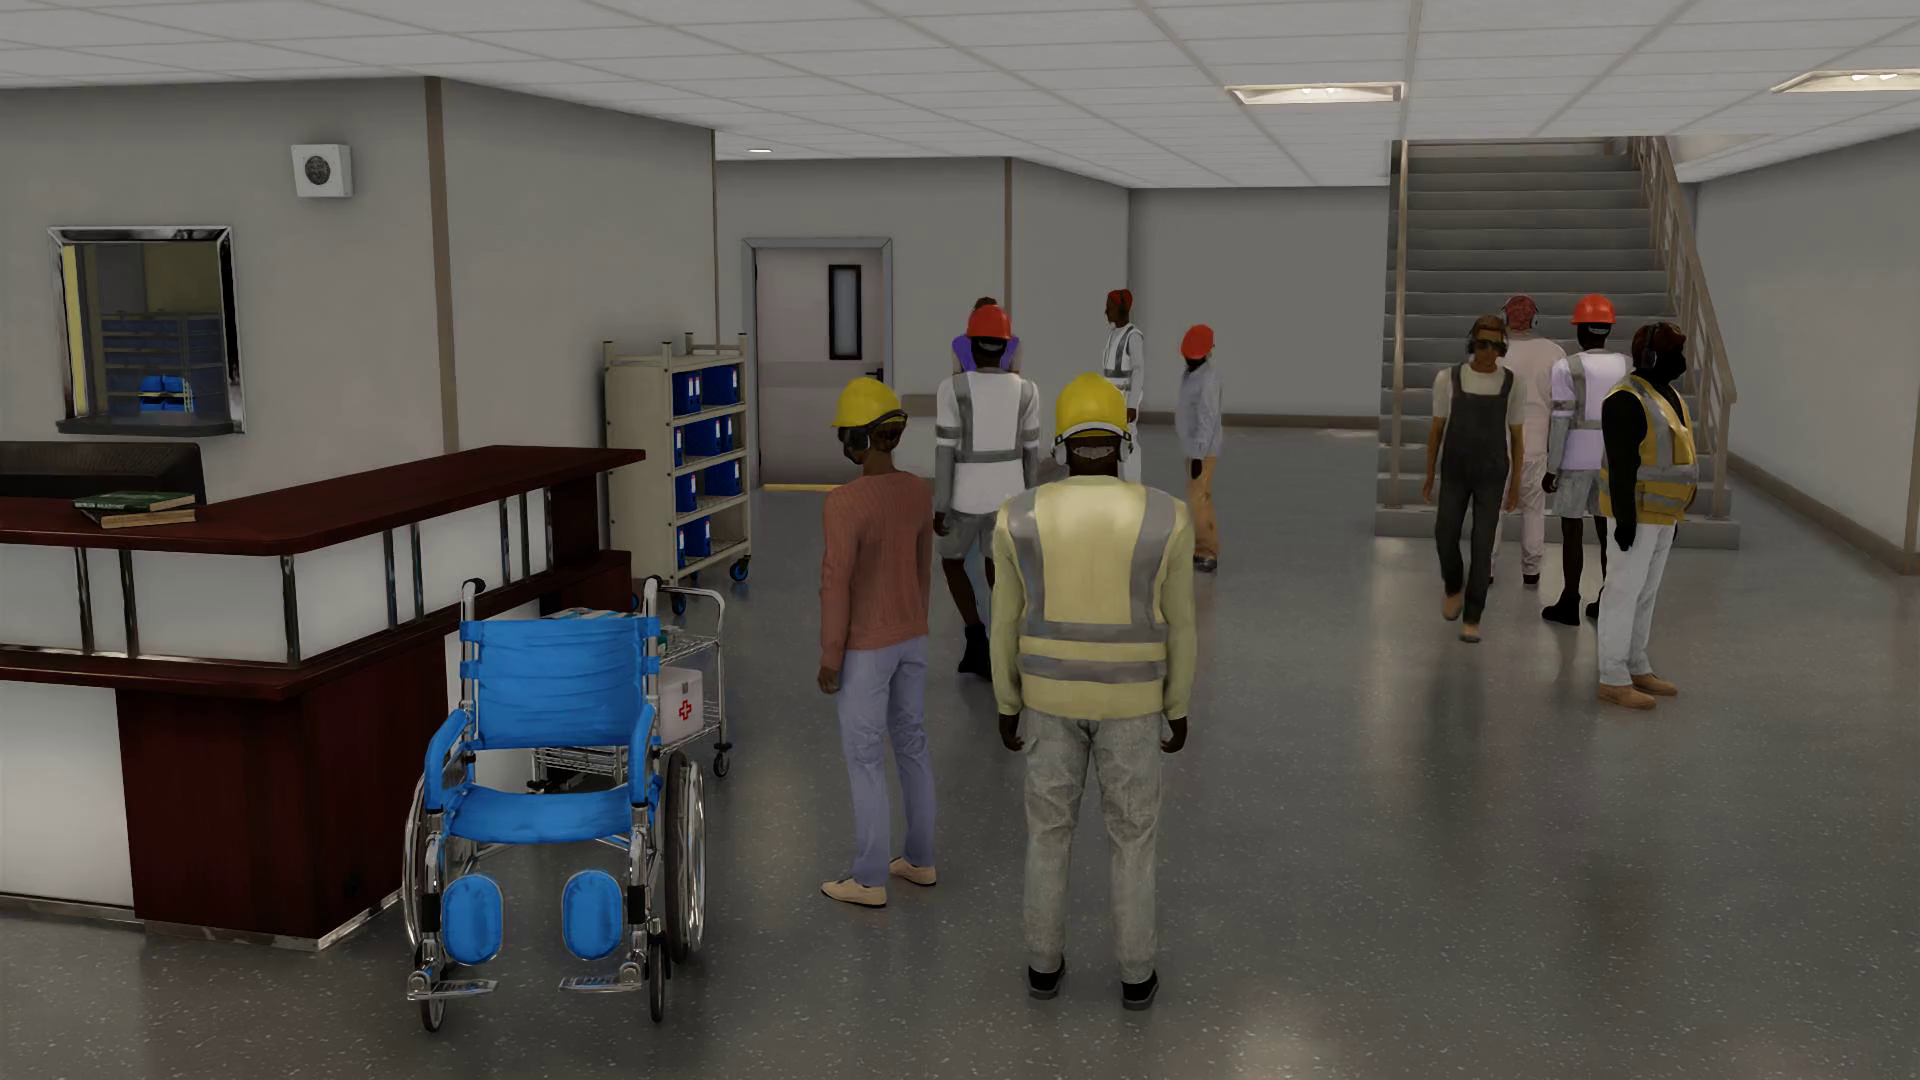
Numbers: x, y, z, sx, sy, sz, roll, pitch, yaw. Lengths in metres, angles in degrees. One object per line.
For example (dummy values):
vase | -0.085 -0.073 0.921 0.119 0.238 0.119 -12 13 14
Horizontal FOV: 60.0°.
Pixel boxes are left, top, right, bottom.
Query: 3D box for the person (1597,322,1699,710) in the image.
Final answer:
person | 3.317 -0.123 8.025 0.429 1.845 0.621 9 13 41

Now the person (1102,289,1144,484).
person | 1.374 -1.176 14.110 0.337 1.876 0.585 -3 10 -15

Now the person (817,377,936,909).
person | -0.287 0.339 5.560 0.339 1.757 0.518 7 12 34

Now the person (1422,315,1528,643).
person | 2.892 -0.351 9.381 0.543 1.832 0.477 3 10 16

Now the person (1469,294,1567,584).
person | 3.639 -0.654 10.960 0.641 1.908 0.407 1 10 5

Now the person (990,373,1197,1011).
person | 0.383 0.436 4.801 0.590 1.827 0.403 2 10 12

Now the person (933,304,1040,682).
person | 0.117 -0.228 8.422 0.569 1.913 0.410 -3 10 -19

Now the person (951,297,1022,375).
person | 0.210 -1.026 13.377 0.564 1.837 0.384 0 10 3

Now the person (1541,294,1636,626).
person | 3.675 -0.468 9.768 0.551 1.935 0.375 -2 10 -11

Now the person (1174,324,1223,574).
person | 1.621 -0.642 11.494 0.336 1.705 0.680 -1 10 -5
